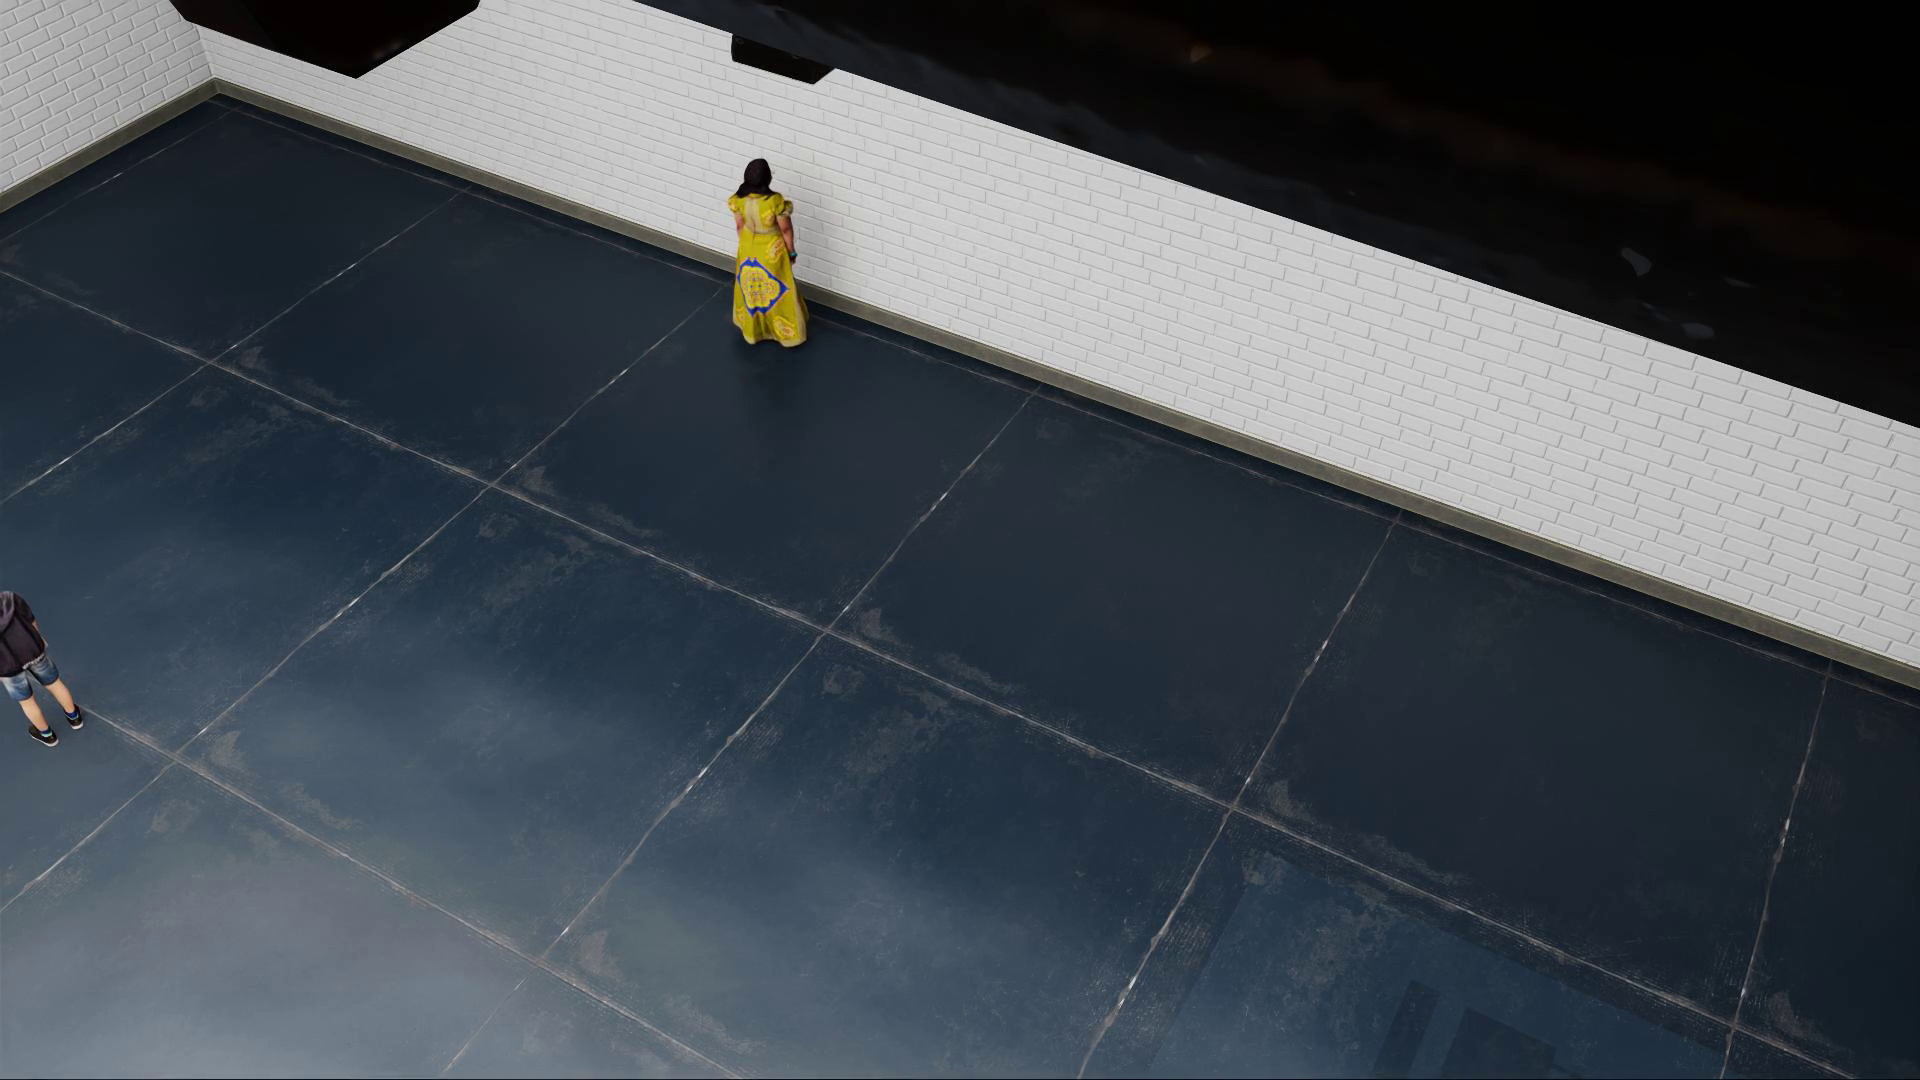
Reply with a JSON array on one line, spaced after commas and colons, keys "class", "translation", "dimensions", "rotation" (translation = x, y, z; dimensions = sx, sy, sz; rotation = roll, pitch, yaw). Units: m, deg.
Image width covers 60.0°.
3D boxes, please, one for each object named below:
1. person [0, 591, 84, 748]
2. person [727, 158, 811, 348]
[{"class": "person", "translation": [-5.810, 0.703, 10.235], "dimensions": [0.630, 1.447, 0.502], "rotation": [30, 51, 28]}, {"class": "person", "translation": [-1.545, -2.281, 13.220], "dimensions": [0.928, 1.659, 0.874], "rotation": [11, 45, 11]}]
